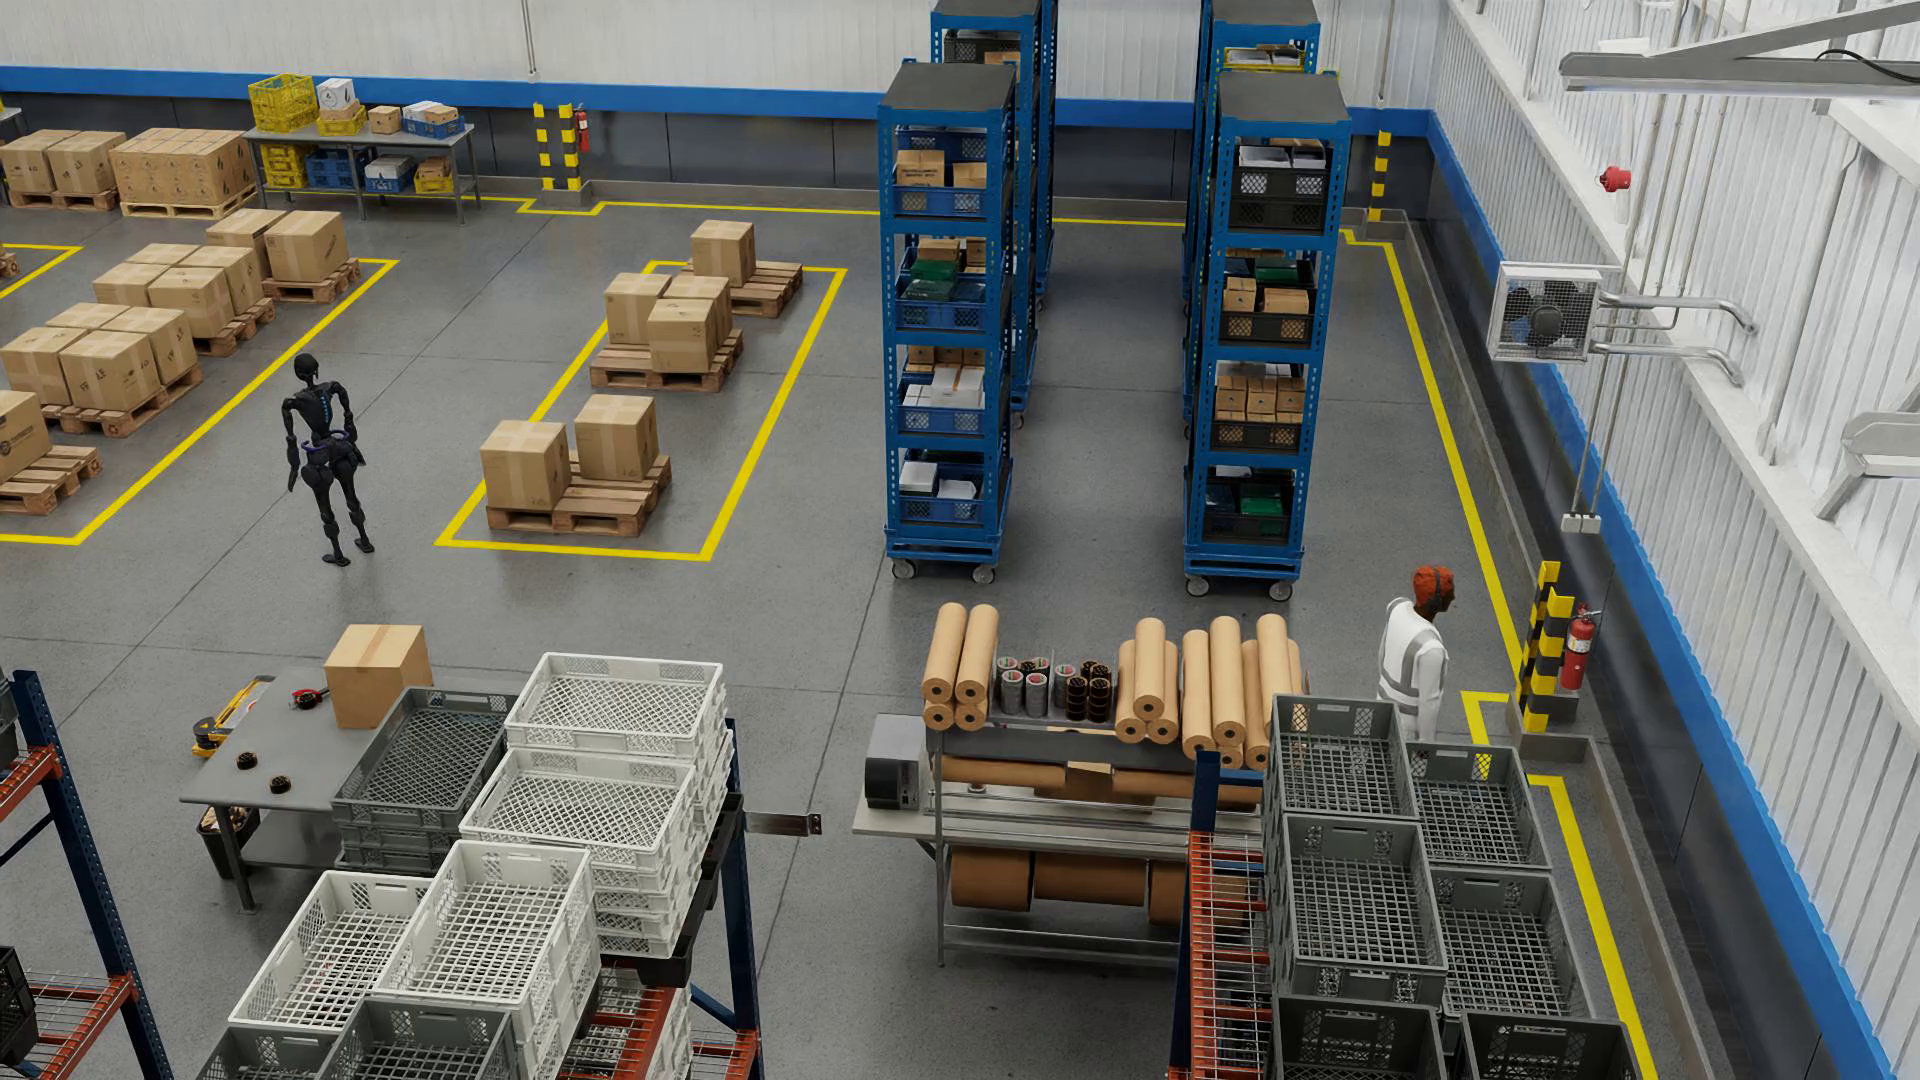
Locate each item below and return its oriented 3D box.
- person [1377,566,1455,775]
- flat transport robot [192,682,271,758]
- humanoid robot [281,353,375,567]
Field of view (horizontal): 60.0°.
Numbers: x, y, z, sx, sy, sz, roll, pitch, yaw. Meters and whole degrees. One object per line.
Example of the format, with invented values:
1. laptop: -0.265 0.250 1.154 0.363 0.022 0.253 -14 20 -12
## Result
1. person: 2.532 0.967 9.409 0.337 1.879 0.583 -5 31 -9
2. flat transport robot: -4.089 1.163 10.648 1.431 0.197 0.652 3 30 6
3. humanoid robot: -4.694 -0.606 12.300 0.311 1.657 0.616 21 36 31
